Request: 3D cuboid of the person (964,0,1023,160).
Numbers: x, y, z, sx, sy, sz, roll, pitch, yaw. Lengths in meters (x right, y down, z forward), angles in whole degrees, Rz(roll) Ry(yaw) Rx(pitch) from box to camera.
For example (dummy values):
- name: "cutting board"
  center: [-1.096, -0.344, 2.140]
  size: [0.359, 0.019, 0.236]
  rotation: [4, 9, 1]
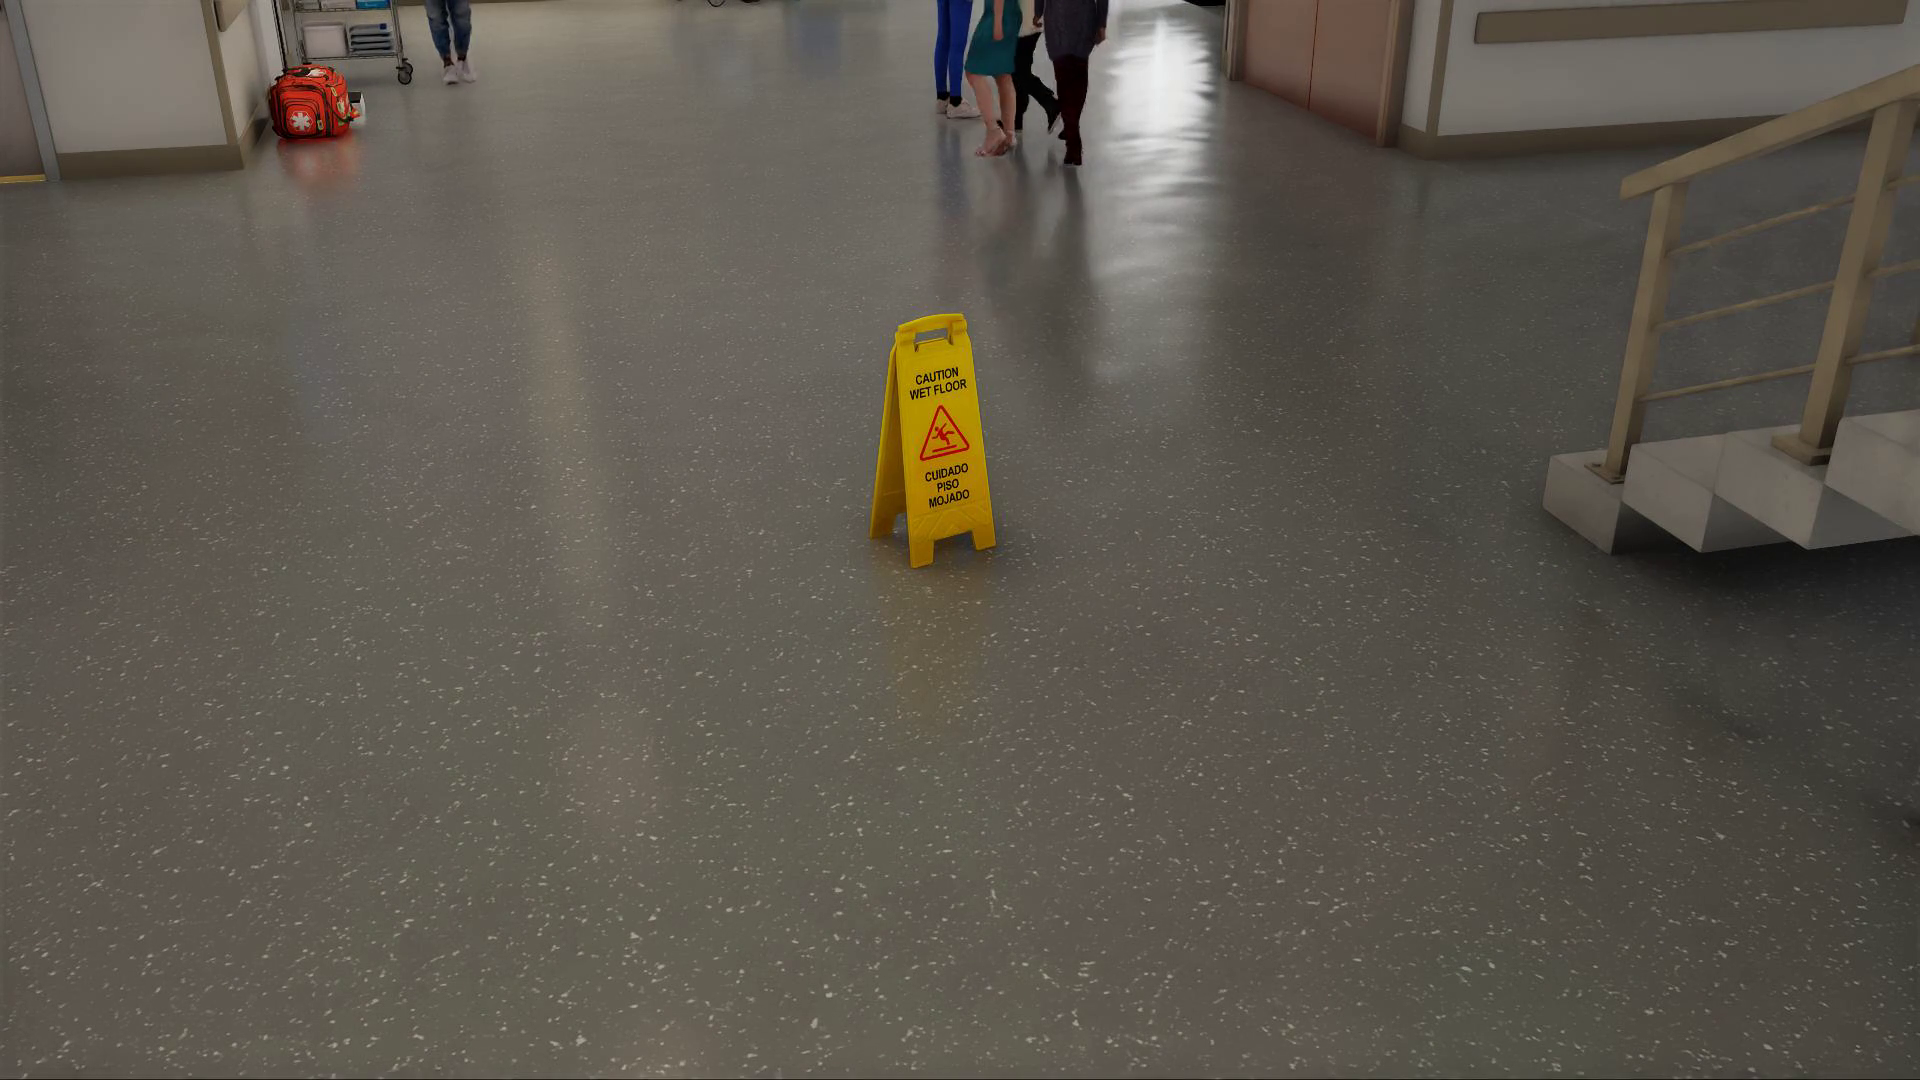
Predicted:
- name: "person"
  center: [0.317, -3.192, 10.278]
  size: [0.733, 1.676, 0.650]
  rotation: [8, 27, 16]

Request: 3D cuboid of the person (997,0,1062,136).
- name: "person"
  center: [0.470, -3.377, 10.933]
  size: [0.952, 1.439, 0.893]
  rotation: [14, 29, 27]

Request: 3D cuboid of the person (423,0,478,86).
- name: "person"
  center: [-3.972, -4.398, 12.647]
  size: [0.700, 1.791, 0.632]
  rotation: [-7, 27, -15]

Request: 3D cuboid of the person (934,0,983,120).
- name: "person"
  center: [-0.052, -3.849, 11.534]
  size: [0.738, 1.770, 0.541]
  rotation: [-12, 28, -23]

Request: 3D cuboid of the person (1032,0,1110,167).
- name: "person"
  center: [0.681, -3.097, 10.091]
  size: [0.630, 1.667, 1.073]
  rotation: [-5, 26, -10]
